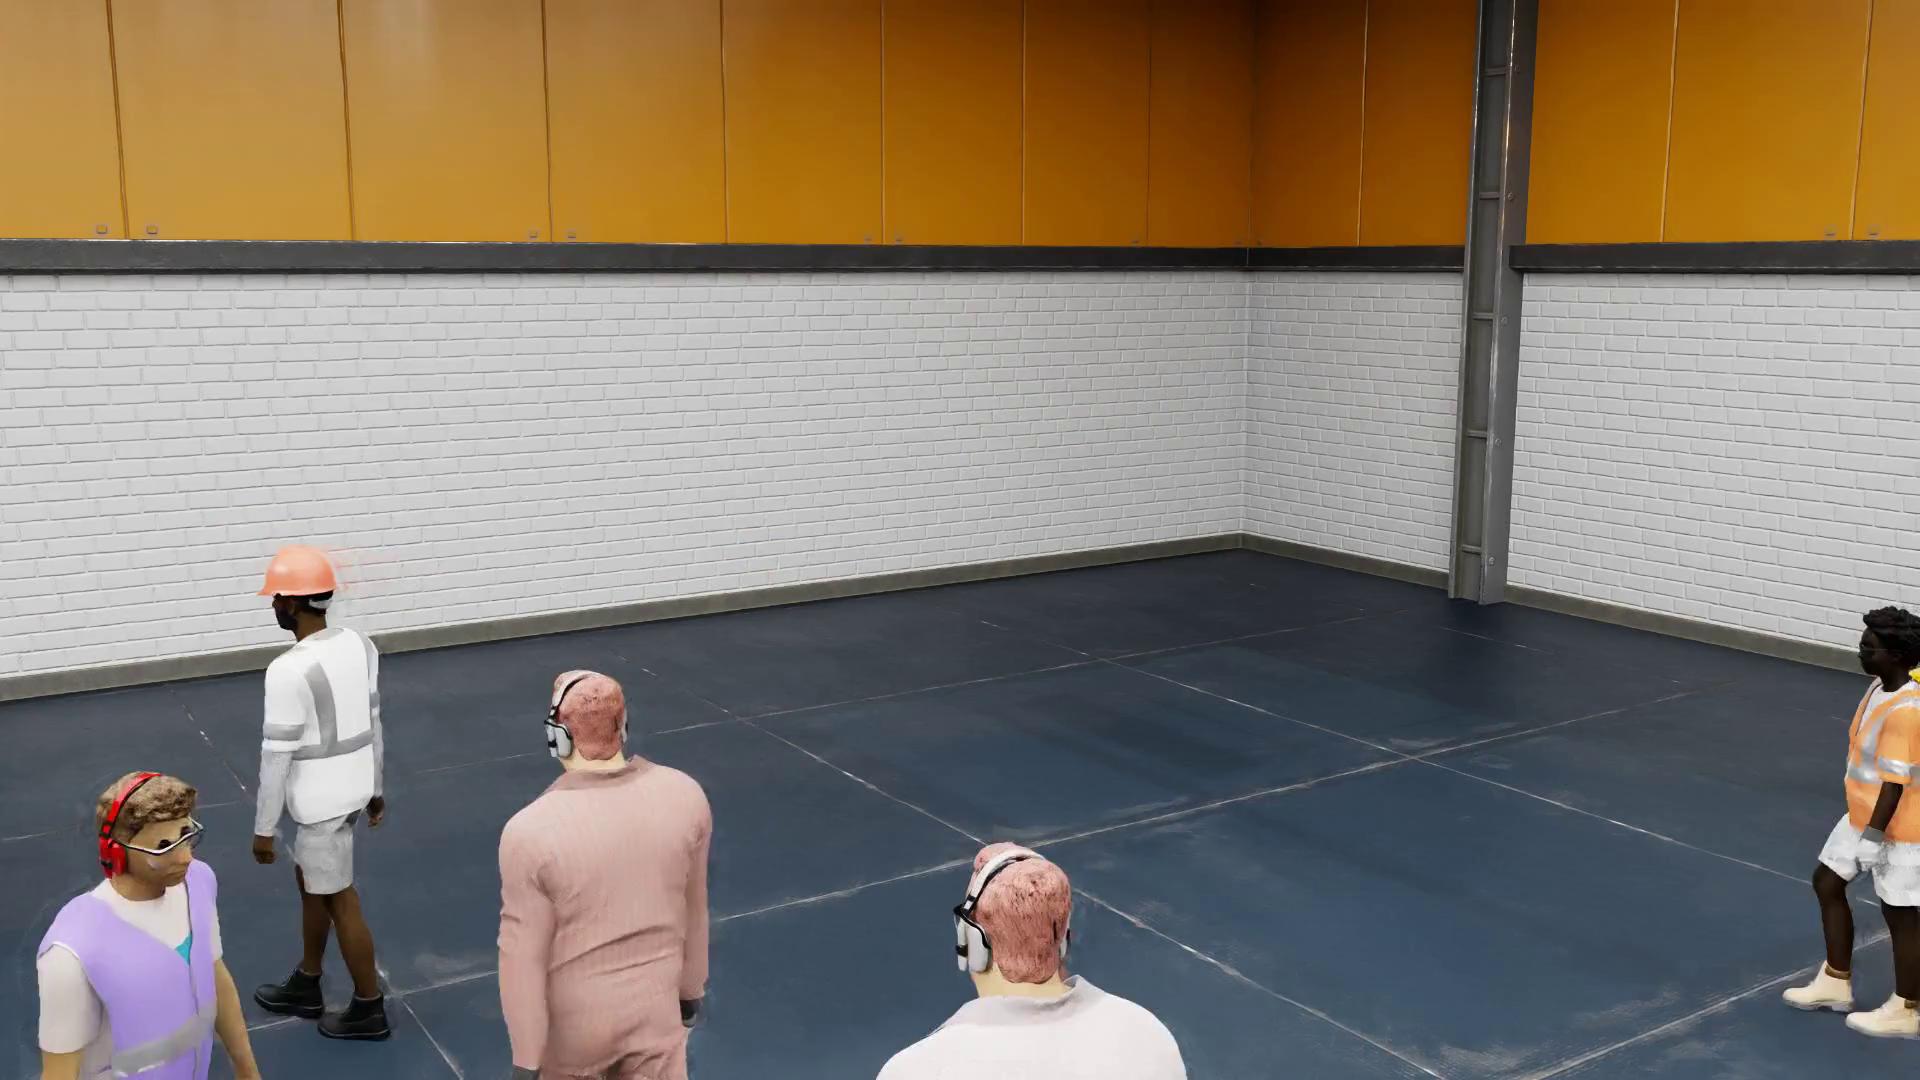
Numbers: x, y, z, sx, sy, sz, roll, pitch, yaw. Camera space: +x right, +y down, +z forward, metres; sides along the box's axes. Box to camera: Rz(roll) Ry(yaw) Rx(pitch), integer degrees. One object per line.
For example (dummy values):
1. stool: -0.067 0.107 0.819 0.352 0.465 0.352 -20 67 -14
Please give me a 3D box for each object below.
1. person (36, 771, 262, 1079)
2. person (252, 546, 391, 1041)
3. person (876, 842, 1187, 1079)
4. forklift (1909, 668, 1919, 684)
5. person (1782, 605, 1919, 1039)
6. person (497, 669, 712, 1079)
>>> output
1. person: -1.959 1.412 4.077 0.970 1.785 0.636 0 9 1
2. person: -2.536 0.971 6.326 0.780 1.913 0.571 2 10 11
3. person: 0.057 1.507 3.255 0.674 1.870 0.891 -6 11 -32
4. forklift: 5.511 0.571 7.906 2.313 2.155 1.214 -6 11 -33
5. person: 3.447 1.078 6.371 0.593 1.674 0.558 3 10 17
6. person: -0.937 1.292 4.568 0.655 1.875 0.855 -8 12 -39
